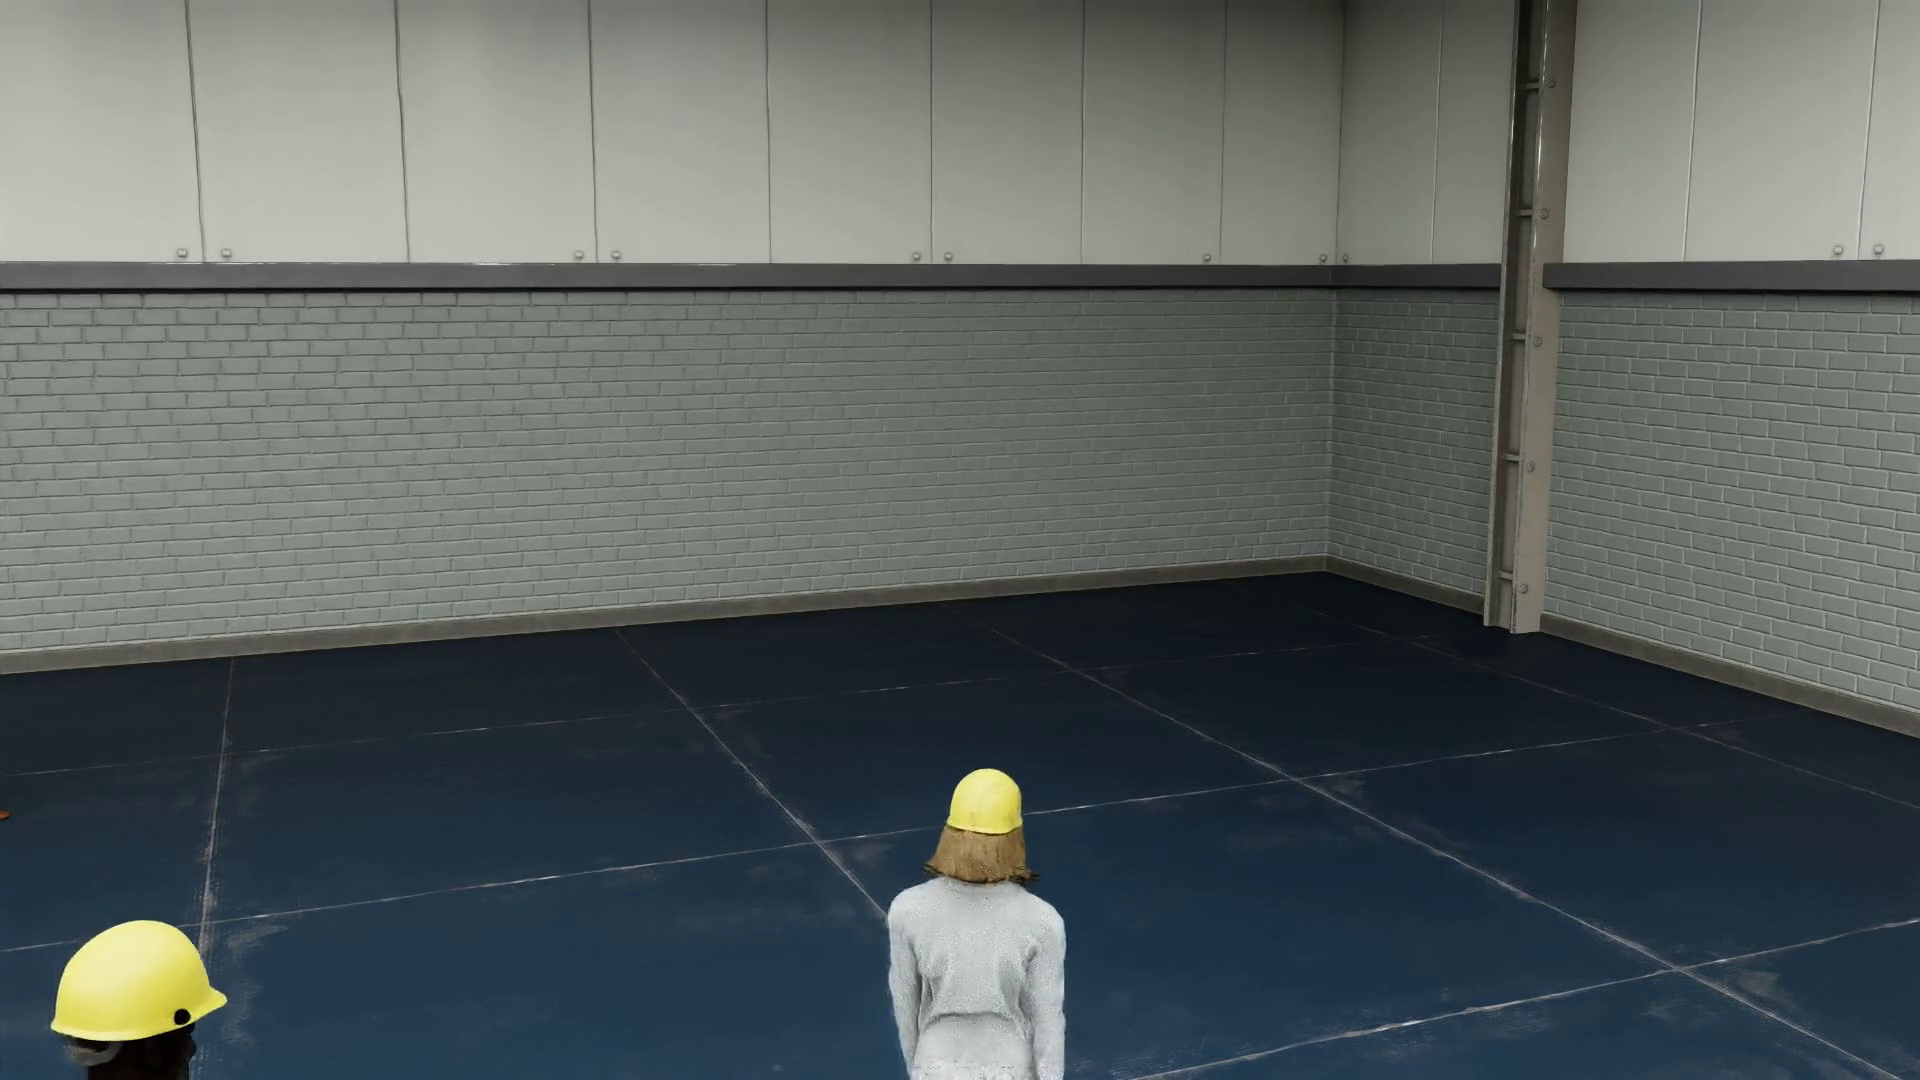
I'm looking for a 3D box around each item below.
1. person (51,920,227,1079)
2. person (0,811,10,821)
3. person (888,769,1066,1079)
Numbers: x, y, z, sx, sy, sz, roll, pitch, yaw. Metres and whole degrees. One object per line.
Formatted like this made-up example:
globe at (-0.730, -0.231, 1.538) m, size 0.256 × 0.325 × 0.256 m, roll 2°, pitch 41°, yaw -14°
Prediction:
person at (-1.458, 1.618, 2.978) m, size 0.587 × 1.913 × 0.430 m, roll 4°, pitch 10°, yaw 24°
person at (-5.577, 0.623, 9.226) m, size 0.409 × 1.906 × 0.652 m, roll -7°, pitch 12°, yaw -39°
person at (0.044, 1.466, 4.528) m, size 0.486 × 1.720 × 0.540 m, roll 1°, pitch 9°, yaw 4°
